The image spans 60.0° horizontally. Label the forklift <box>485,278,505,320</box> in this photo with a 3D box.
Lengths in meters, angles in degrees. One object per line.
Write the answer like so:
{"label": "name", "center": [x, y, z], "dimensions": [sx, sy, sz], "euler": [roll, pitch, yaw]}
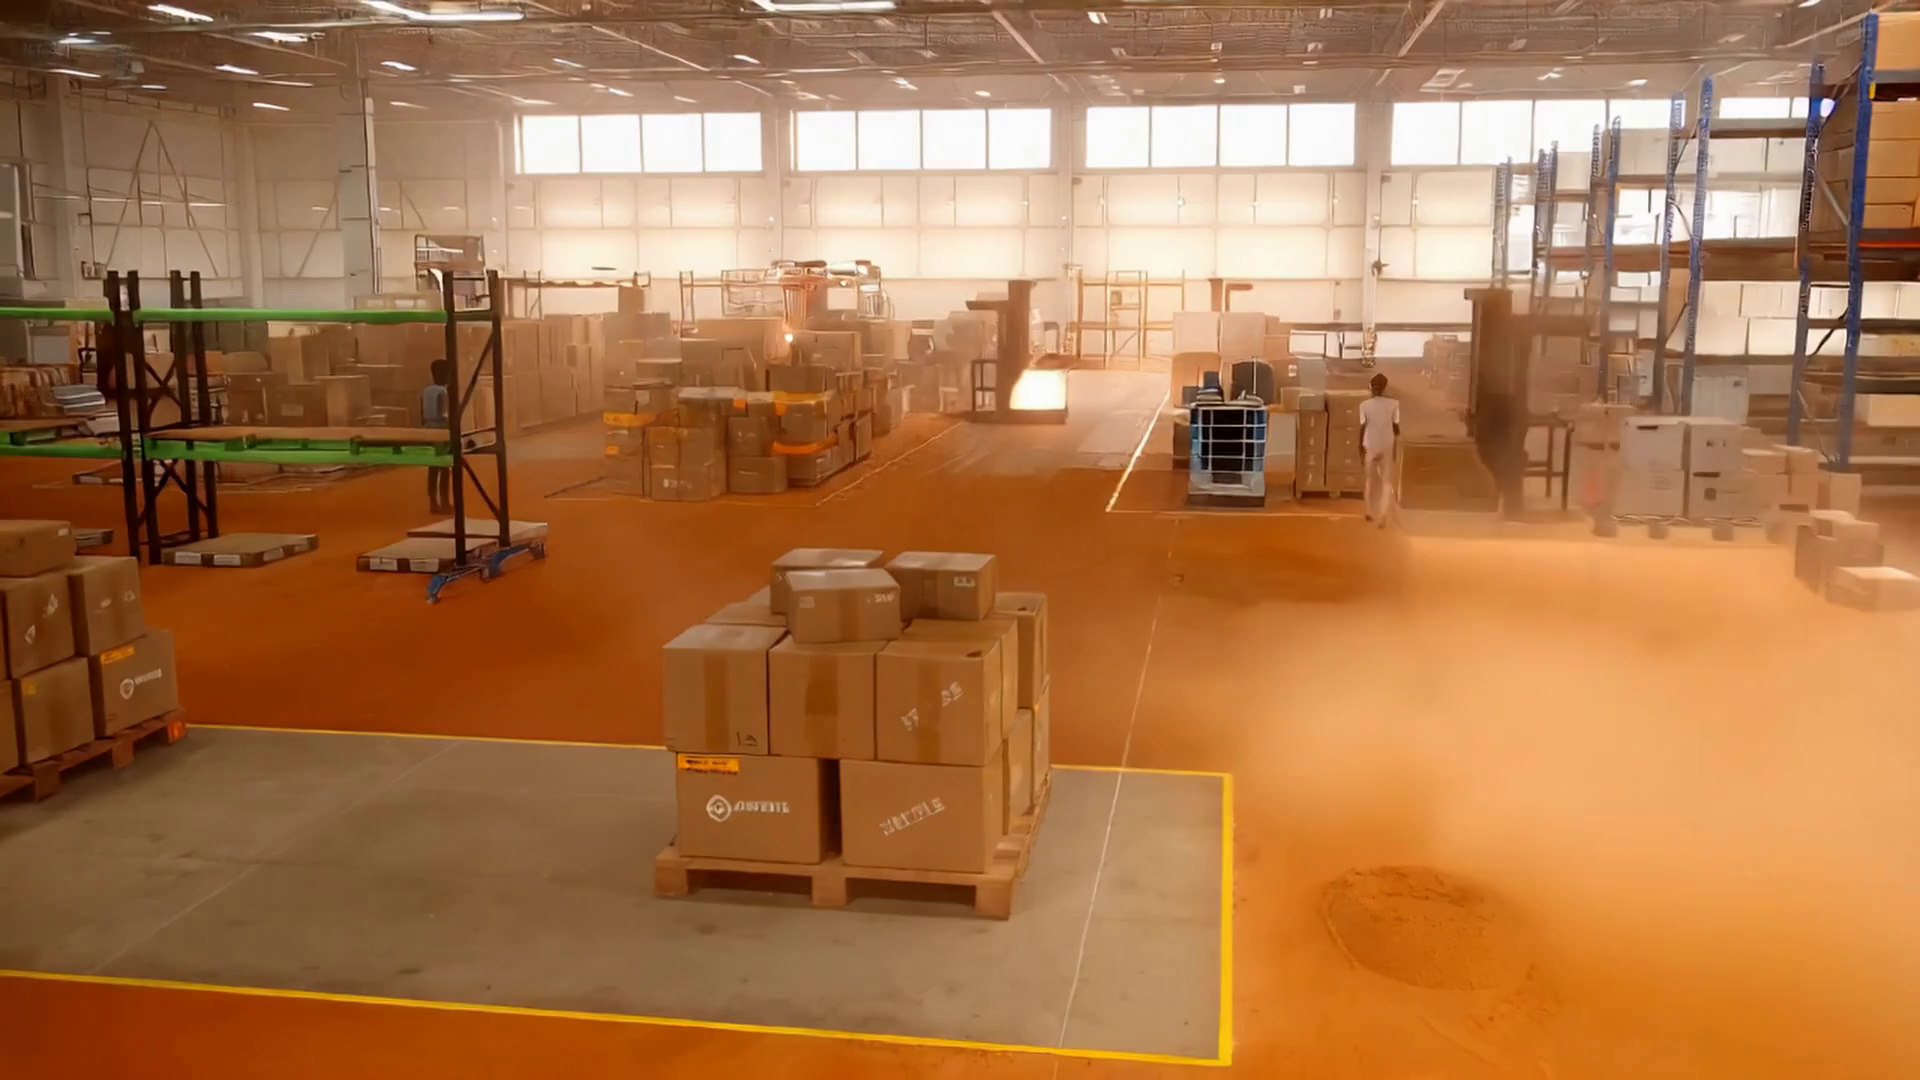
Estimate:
{"label": "forklift", "center": [-12.445, -5.648, 44.746], "dimensions": [1.873, 2.768, 1.129], "euler": [-3, 10, -19]}

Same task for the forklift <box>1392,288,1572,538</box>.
{"label": "forklift", "center": [6.013, -1.486, 19.080], "dimensions": [1.873, 2.768, 1.129], "euler": [1, 9, 9]}

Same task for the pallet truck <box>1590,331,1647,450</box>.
{"label": "pallet truck", "center": [11.253, -2.573, 28.499], "dimensions": [0.823, 1.965, 1.885], "euler": [5, 10, 27]}

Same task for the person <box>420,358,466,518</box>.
{"label": "person", "center": [-6.380, -1.248, 20.427], "dimensions": [0.609, 1.963, 0.367], "euler": [9, 13, 43]}

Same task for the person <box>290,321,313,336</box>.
{"label": "person", "center": [-17.030, -4.870, 43.106], "dimensions": [0.604, 1.864, 0.771], "euler": [-3, 10, -16]}

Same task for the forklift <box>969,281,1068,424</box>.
{"label": "forklift", "center": [1.194, -3.753, 33.059], "dimensions": [1.873, 2.768, 1.129], "euler": [1, 9, 9]}

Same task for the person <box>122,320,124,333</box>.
{"label": "person", "center": [-25.897, -6.097, 51.368], "dimensions": [0.314, 1.629, 0.509], "euler": [0, 9, -2]}

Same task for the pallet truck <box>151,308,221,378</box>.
{"label": "pallet truck", "center": [-21.869, -5.598, 47.154], "dimensions": [0.823, 1.965, 1.885], "euler": [4, 10, 26]}

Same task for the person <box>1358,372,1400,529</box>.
{"label": "person", "center": [4.967, -1.071, 19.735], "dimensions": [0.505, 1.844, 0.897], "euler": [2, 9, 13]}

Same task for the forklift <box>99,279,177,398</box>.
{"label": "forklift", "center": [-19.606, -4.720, 39.027], "dimensions": [1.873, 2.768, 1.129], "euler": [1, 9, 9]}

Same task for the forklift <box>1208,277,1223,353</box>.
{"label": "forklift", "center": [7.448, -6.244, 48.423], "dimensions": [1.873, 2.768, 1.129], "euler": [1, 9, 9]}
